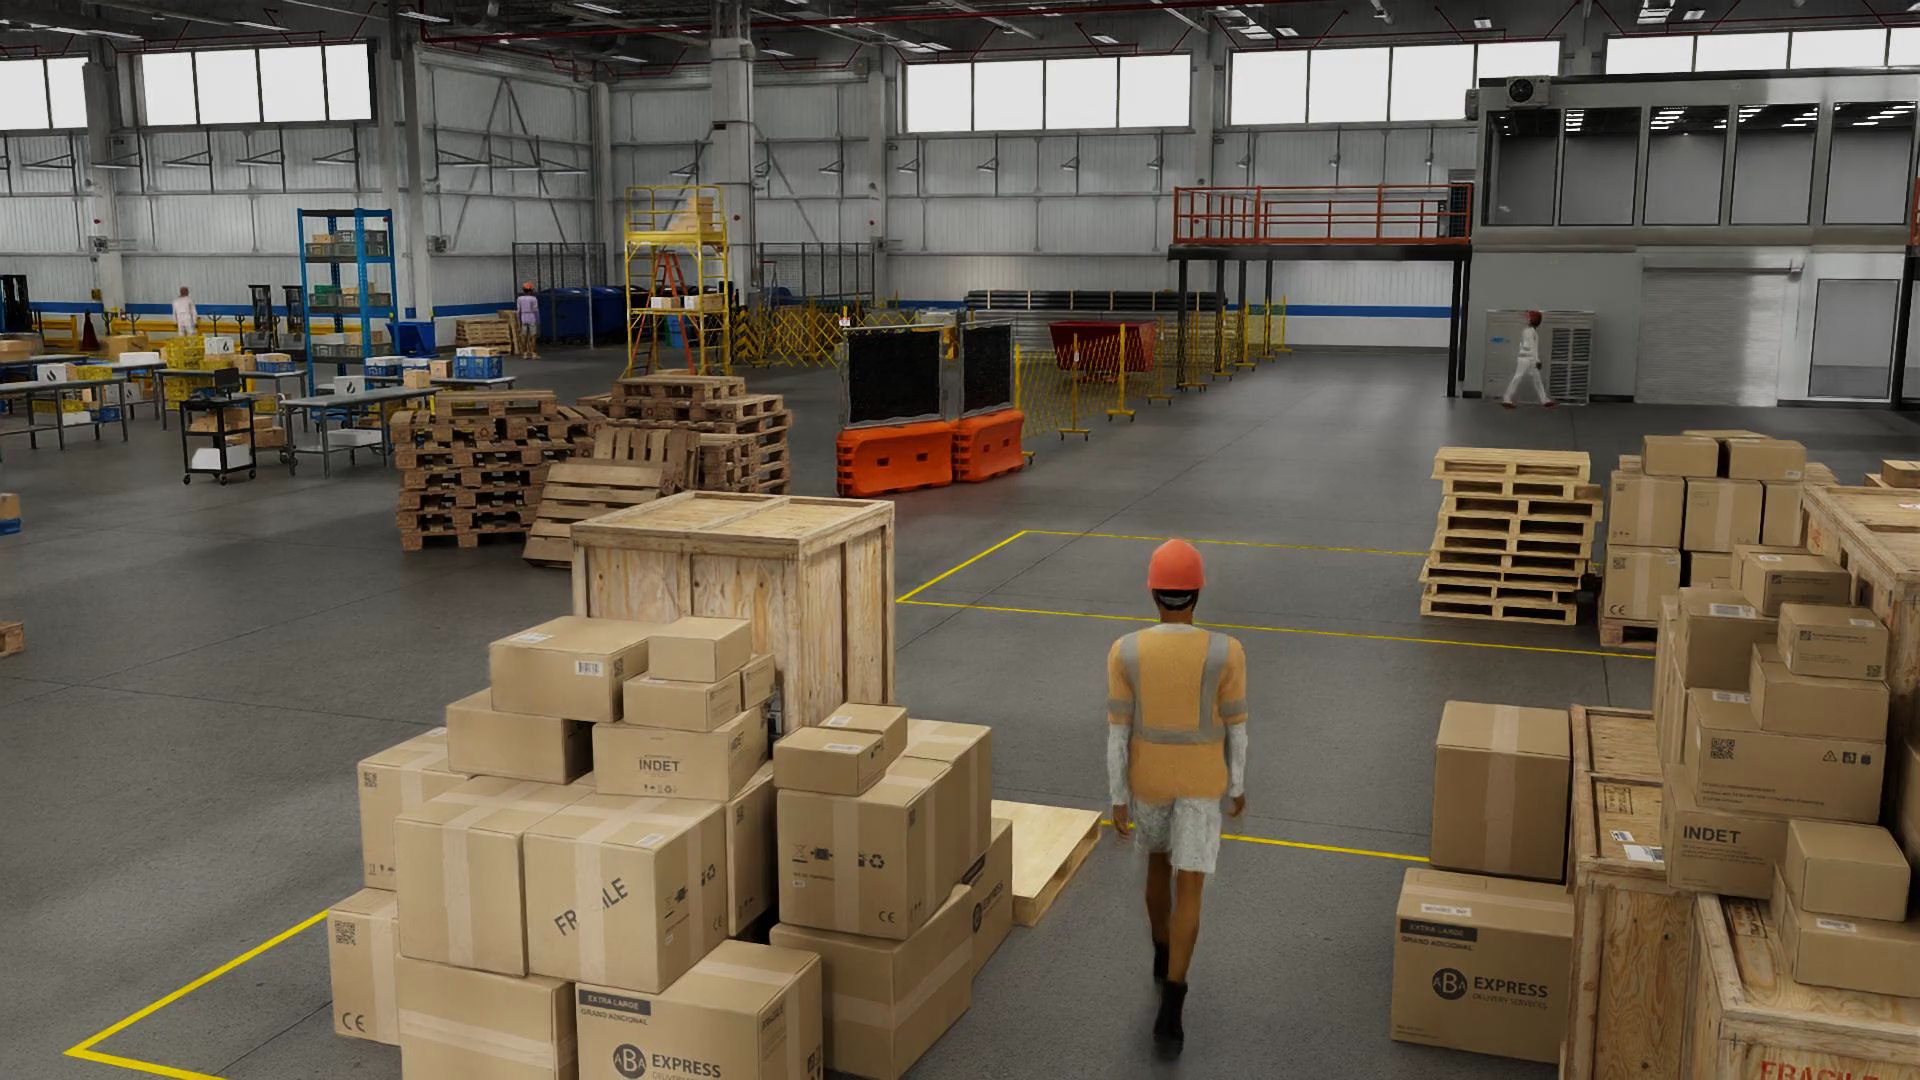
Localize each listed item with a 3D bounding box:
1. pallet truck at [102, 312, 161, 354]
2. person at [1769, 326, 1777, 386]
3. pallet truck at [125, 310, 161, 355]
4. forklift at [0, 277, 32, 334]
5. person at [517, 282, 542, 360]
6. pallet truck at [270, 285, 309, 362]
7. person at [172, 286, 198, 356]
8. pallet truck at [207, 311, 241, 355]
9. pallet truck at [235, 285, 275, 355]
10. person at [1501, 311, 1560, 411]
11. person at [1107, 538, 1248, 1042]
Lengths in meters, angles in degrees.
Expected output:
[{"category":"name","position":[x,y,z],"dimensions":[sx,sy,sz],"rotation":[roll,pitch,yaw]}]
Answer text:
[{"category":"pallet truck","position":[-23.057,-5.777,46.261],"dimensions":[0.680,1.201,1.601],"rotation":[3,11,19]},{"category":"person","position":[17.472,-4.119,35.257],"dimensions":[0.540,1.820,0.975],"rotation":[-4,11,-22]},{"category":"pallet truck","position":[-22.038,-5.665,45.457],"dimensions":[0.704,1.261,1.522],"rotation":[3,11,17]},{"category":"forklift","position":[-27.151,-6.329,46.328],"dimensions":[1.157,1.987,2.680],"rotation":[3,11,17]},{"category":"person","position":[-11.395,-5.782,43.997],"dimensions":[0.607,2.044,0.371],"rotation":[3,10,16]},{"category":"pallet truck","position":[-17.147,-5.700,43.663],"dimensions":[0.823,1.965,1.885],"rotation":[3,11,17]},{"category":"person","position":[-21.052,-5.940,45.269],"dimensions":[0.651,1.906,0.401],"rotation":[1,10,4]},{"category":"pallet truck","position":[-19.537,-5.575,44.913],"dimensions":[0.653,1.274,1.630],"rotation":[3,11,19]},{"category":"pallet truck","position":[-18.327,-5.835,44.421],"dimensions":[0.823,1.965,1.885],"rotation":[4,11,23]},{"category":"person","position":[10.479,-3.279,30.523],"dimensions":[1.040,1.819,0.606],"rotation":[6,12,30]},{"category":"person","position":[0.829,0.950,6.506],"dimensions":[0.537,1.904,0.971],"rotation":[3,11,18]}]
